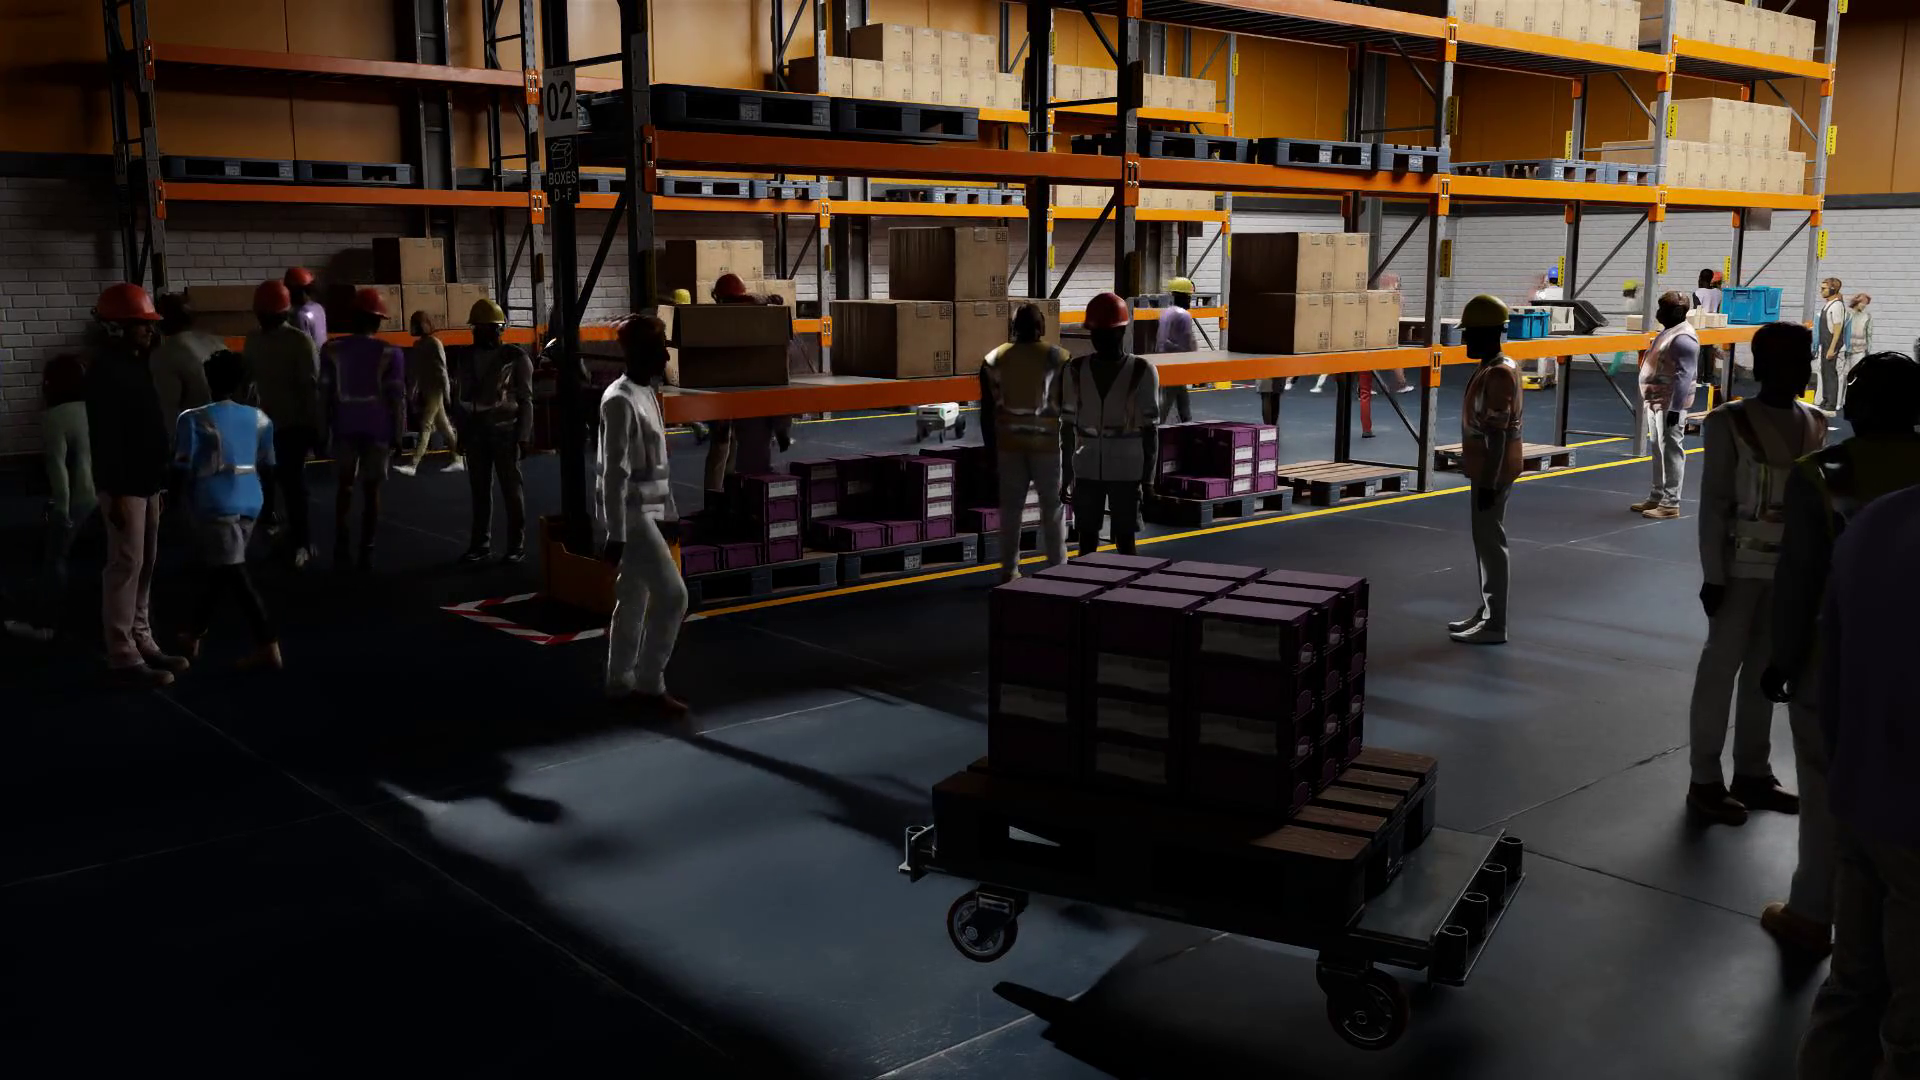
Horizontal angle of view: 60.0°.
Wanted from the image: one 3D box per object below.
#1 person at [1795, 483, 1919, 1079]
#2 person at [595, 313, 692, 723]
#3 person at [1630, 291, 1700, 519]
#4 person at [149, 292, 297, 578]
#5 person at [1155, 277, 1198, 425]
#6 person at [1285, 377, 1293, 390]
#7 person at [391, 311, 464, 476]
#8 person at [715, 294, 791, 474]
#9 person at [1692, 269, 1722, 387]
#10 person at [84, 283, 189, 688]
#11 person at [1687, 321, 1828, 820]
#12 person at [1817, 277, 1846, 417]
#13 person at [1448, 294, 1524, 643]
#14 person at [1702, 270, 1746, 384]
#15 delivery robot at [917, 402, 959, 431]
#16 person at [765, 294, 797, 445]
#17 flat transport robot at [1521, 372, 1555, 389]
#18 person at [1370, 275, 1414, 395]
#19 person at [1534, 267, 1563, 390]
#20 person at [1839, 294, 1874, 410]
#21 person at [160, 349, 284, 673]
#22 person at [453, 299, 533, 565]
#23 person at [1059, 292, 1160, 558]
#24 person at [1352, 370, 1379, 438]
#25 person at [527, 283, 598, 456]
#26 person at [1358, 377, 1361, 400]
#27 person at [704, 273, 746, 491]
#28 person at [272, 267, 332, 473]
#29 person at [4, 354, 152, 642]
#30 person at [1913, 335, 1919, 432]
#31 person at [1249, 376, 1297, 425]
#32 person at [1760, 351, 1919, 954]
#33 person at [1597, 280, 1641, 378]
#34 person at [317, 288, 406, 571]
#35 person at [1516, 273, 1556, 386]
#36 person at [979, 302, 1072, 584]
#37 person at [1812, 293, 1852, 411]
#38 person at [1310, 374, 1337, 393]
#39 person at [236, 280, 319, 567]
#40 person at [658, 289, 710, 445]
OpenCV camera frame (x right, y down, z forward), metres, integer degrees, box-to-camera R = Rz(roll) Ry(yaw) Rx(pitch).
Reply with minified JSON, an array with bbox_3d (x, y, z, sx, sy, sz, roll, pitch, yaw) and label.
[{"bbox_3d":[1.938,0.600,3.324,0.355,1.938,0.637,0,10,1],"label":"person"},{"bbox_3d":[-1.404,-0.091,7.598,0.575,1.867,0.581,-1,10,-3],"label":"person"},{"bbox_3d":[5.744,-1.098,13.543,0.429,1.846,0.630,1,10,7],"label":"person"},{"bbox_3d":[-4.856,-0.665,10.869,0.786,1.904,0.669,4,10,20],"label":"person"},{"bbox_3d":[2.443,-1.904,18.141,0.939,1.884,0.600,-3,10,-15],"label":"person"},{"bbox_3d":[5.048,-3.251,26.176,0.558,1.829,0.914,7,12,36],"label":"person"},{"bbox_3d":[-5.205,-1.417,16.149,0.840,1.587,0.521,-8,13,-41],"label":"person"},{"bbox_3d":[-1.519,-0.866,12.166,0.975,1.864,0.660,-7,12,-35],"label":"person"},{"bbox_3d":[12.105,-3.444,27.054,0.591,1.922,0.392,-5,11,-28],"label":"person"},{"bbox_3d":[-4.100,-0.273,8.273,0.397,1.992,0.623,-2,10,-10],"label":"person"},{"bbox_3d":[3.046,0.115,6.327,0.573,1.883,0.353,-4,10,-22],"label":"person"},{"bbox_3d":[11.495,-2.543,22.003,0.342,1.845,0.506,3,10,18],"label":"person"},{"bbox_3d":[2.890,-0.387,9.178,0.398,1.919,0.582,2,10,9],"label":"person"},{"bbox_3d":[12.565,-3.489,27.395,0.777,1.899,0.550,9,13,42],"label":"person"},{"bbox_3d":[-0.256,-1.469,19.207,0.477,0.478,0.707,3,10,15],"label":"delivery robot"},{"bbox_3d":[-2.081,-1.918,18.770,0.318,1.698,0.535,-8,13,-41],"label":"person"},{"bbox_3d":[9.175,-2.591,26.884,0.652,0.197,1.431,6,11,30],"label":"flat transport robot"},{"bbox_3d":[6.573,-3.147,25.584,1.005,1.837,0.681,-6,12,-33],"label":"person"},{"bbox_3d":[9.384,-3.339,26.362,0.605,1.948,0.385,1,10,9],"label":"person"},{"bbox_3d":[12.290,-2.589,22.937,0.558,1.604,0.430,2,10,12],"label":"person"},{"bbox_3d":[-3.818,-0.152,8.564,0.804,1.635,0.525,3,10,19],"label":"person"},{"bbox_3d":[-3.234,-0.740,11.477,0.587,1.835,0.403,3,10,15],"label":"person"},{"bbox_3d":[0.790,-0.365,8.986,0.552,1.932,0.377,4,10,20],"label":"person"},{"bbox_3d":[4.663,-2.076,19.510,0.523,1.763,0.329,5,11,27],"label":"person"},{"bbox_3d":[-4.178,-1.835,17.760,1.036,1.875,0.622,-3,10,-17],"label":"person"},{"bbox_3d":[5.819,-3.010,24.381,0.603,1.966,0.368,0,10,2],"label":"person"},{"bbox_3d":[-1.781,-1.049,12.822,0.391,1.990,0.623,3,10,16],"label":"person"},{"bbox_3d":[-6.324,-1.652,16.267,0.847,2.021,0.643,0,10,2],"label":"person"},{"bbox_3d":[-4.852,-0.216,9.119,0.817,1.587,0.506,3,10,17],"label":"person"},{"bbox_3d":[7.625,-0.982,12.880,0.524,1.840,0.464,4,11,23],"label":"person"},{"bbox_3d":[3.481,-1.972,18.558,0.556,1.890,1.023,0,10,1],"label":"person"},{"bbox_3d":[2.761,0.348,5.086,0.632,1.842,0.429,0,10,-2],"label":"person"},{"bbox_3d":[11.498,-3.581,28.502,0.550,1.719,0.941,-8,12,-37],"label":"person"},{"bbox_3d":[-4.033,-0.735,11.247,0.593,1.905,0.404,-2,10,-10],"label":"person"},{"bbox_3d":[9.507,-3.429,27.215,0.959,1.841,0.721,2,10,14],"label":"person"},{"bbox_3d":[0.442,-0.589,10.598,0.648,1.835,0.428,3,10,17],"label":"person"},{"bbox_3d":[11.955,-2.582,22.835,0.516,1.638,0.308,0,10,0],"label":"person"},{"bbox_3d":[5.835,-3.112,26.070,0.871,1.586,0.506,-6,12,-33],"label":"person"},{"bbox_3d":[-4.733,-0.798,11.458,0.842,1.957,0.607,6,11,31],"label":"person"},{"bbox_3d":[-3.192,-1.912,18.579,0.940,1.760,0.626,-6,11,-32],"label":"person"}]
